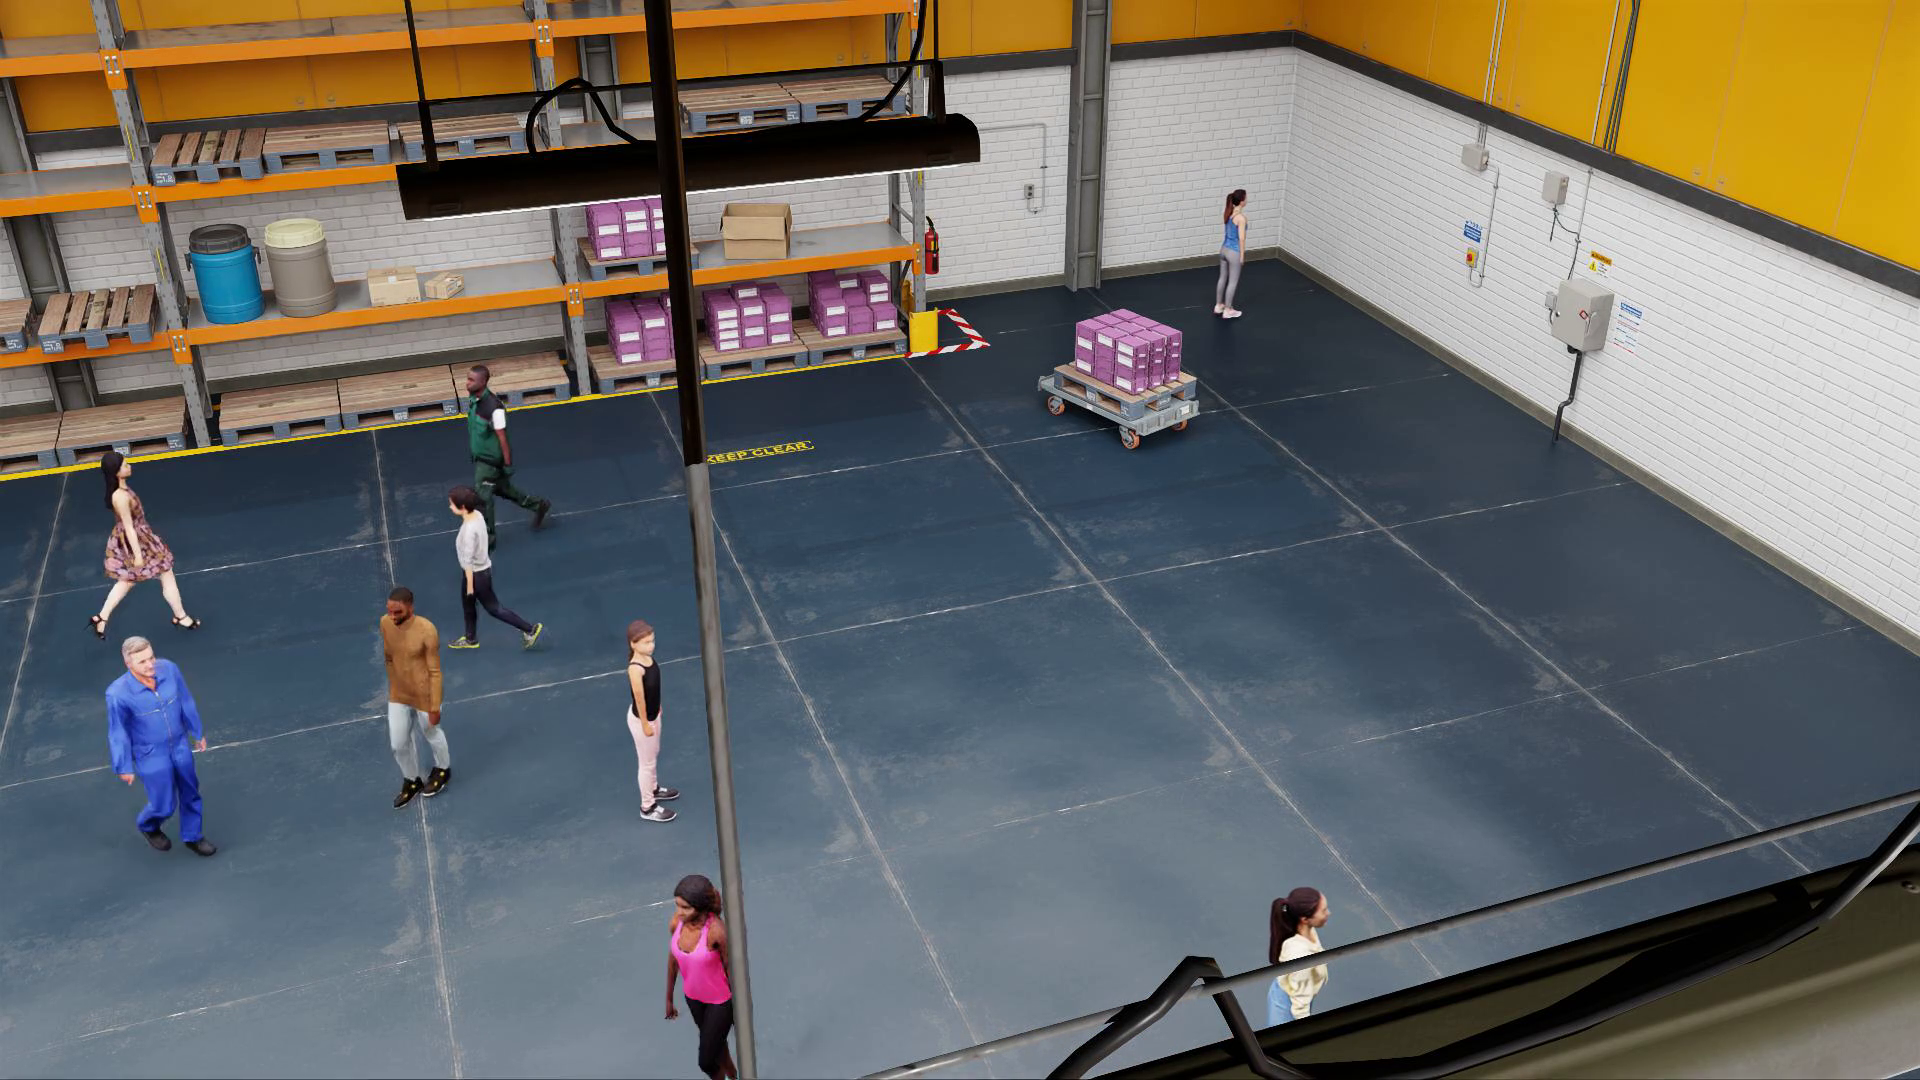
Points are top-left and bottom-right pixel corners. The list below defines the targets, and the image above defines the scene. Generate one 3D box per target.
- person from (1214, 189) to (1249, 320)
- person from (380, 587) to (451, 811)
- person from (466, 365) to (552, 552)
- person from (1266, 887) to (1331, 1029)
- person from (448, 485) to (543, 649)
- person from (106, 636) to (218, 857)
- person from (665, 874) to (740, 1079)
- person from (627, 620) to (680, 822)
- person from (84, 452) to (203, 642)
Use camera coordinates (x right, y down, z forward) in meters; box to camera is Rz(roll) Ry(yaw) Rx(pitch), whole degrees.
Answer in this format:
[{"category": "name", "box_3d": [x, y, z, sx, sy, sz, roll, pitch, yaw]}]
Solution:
[{"category": "person", "box_3d": [3.368, -3.552, 20.592, 0.538, 1.607, 0.570, -13, 31, -23]}, {"category": "person", "box_3d": [-3.844, 1.053, 11.959, 0.852, 1.790, 0.914, 10, 30, 17]}, {"category": "person", "box_3d": [-4.231, -0.780, 15.297, 1.209, 1.810, 0.868, -18, 33, -30]}, {"category": "person", "box_3d": [1.852, 2.597, 9.293, 0.677, 1.631, 0.710, 0, 29, 0]}, {"category": "person", "box_3d": [-3.882, 0.261, 13.690, 1.062, 1.523, 0.701, -4, 29, -8]}, {"category": "person", "box_3d": [-5.498, 1.392, 11.317, 1.024, 1.808, 0.956, 13, 31, 23]}, {"category": "person", "box_3d": [-1.352, 2.519, 9.358, 0.754, 1.706, 0.818, 17, 33, 28]}, {"category": "person", "box_3d": [-2.234, 1.260, 11.816, 0.623, 1.563, 0.611, 0, 29, 1]}, {"category": "person", "box_3d": [-6.900, 0.097, 13.757, 1.185, 1.745, 0.865, -21, 35, -33]}]
